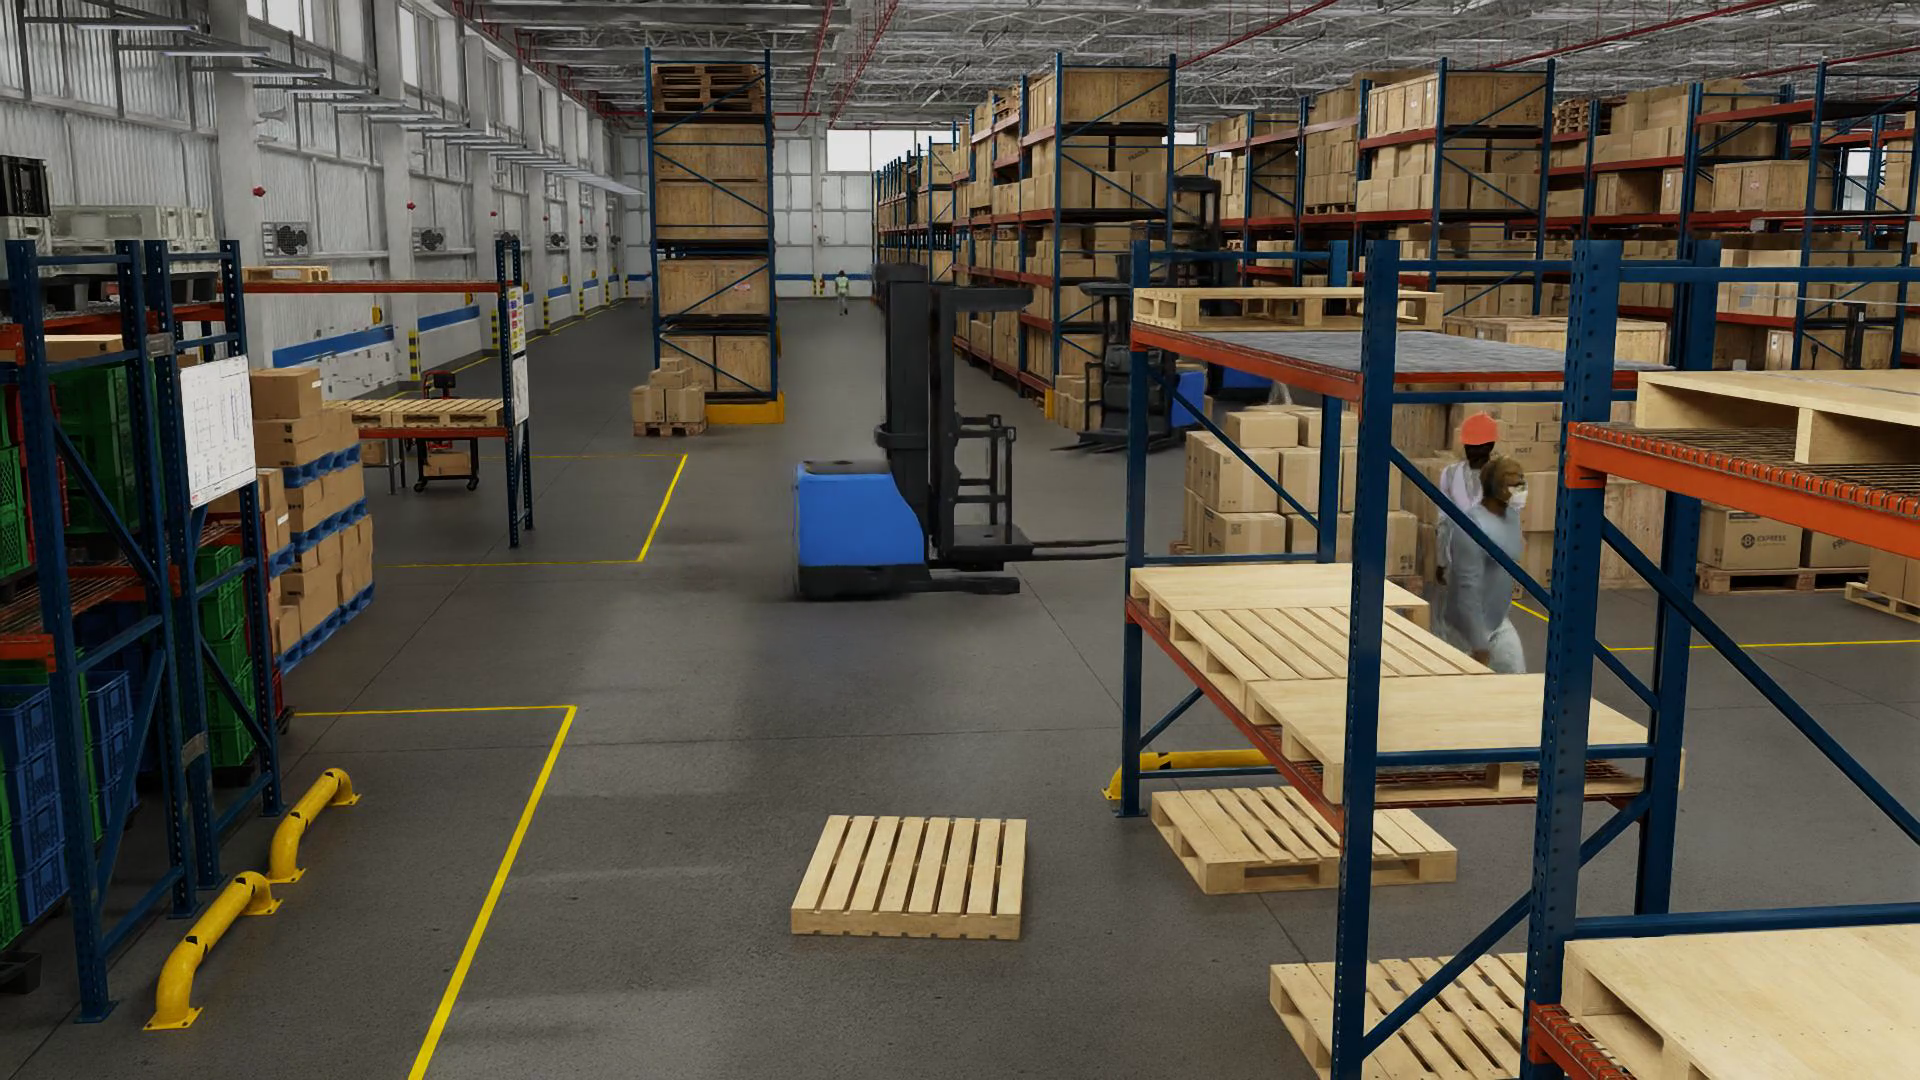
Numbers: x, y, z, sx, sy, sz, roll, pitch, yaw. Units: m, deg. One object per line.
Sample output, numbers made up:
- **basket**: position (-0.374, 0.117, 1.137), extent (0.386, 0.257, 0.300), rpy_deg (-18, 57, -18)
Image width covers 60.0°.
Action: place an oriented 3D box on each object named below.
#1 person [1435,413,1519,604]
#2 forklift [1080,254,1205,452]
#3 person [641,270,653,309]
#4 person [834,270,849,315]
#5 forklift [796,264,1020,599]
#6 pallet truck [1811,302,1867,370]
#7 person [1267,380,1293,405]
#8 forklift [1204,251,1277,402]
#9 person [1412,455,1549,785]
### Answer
- **person**: position (3.364, 0.128, 10.881), extent (0.543, 1.928, 0.400), rpy_deg (9, 13, 39)
- **forklift**: position (2.749, -2.797, 24.430), extent (1.129, 2.768, 1.873), rpy_deg (7, 13, 35)
- **person**: position (-13.748, -11.068, 73.511), extent (0.574, 1.717, 0.856), rpy_deg (7, 13, 35)
- **person**: position (-4.798, -10.008, 67.310), extent (0.566, 1.830, 0.450), rpy_deg (-4, 11, -19)
- **forklift**: position (-0.482, -0.975, 14.336), extent (1.873, 2.768, 1.129), rpy_deg (-1, 10, -6)
- **pallet truck**: position (15.846, -3.142, 28.793), extent (1.885, 1.965, 0.823), rpy_deg (2, 10, 12)
- **person**: position (5.645, -2.961, 28.887), extent (0.845, 1.593, 0.531), rpy_deg (9, 14, 42)
- **forklift**: position (4.934, -4.003, 31.113), extent (1.873, 2.768, 1.129), rpy_deg (-1, 10, -6)
- **person**: position (2.881, 0.499, 8.894), extent (0.961, 1.890, 0.651), rpy_deg (10, 14, 43)
